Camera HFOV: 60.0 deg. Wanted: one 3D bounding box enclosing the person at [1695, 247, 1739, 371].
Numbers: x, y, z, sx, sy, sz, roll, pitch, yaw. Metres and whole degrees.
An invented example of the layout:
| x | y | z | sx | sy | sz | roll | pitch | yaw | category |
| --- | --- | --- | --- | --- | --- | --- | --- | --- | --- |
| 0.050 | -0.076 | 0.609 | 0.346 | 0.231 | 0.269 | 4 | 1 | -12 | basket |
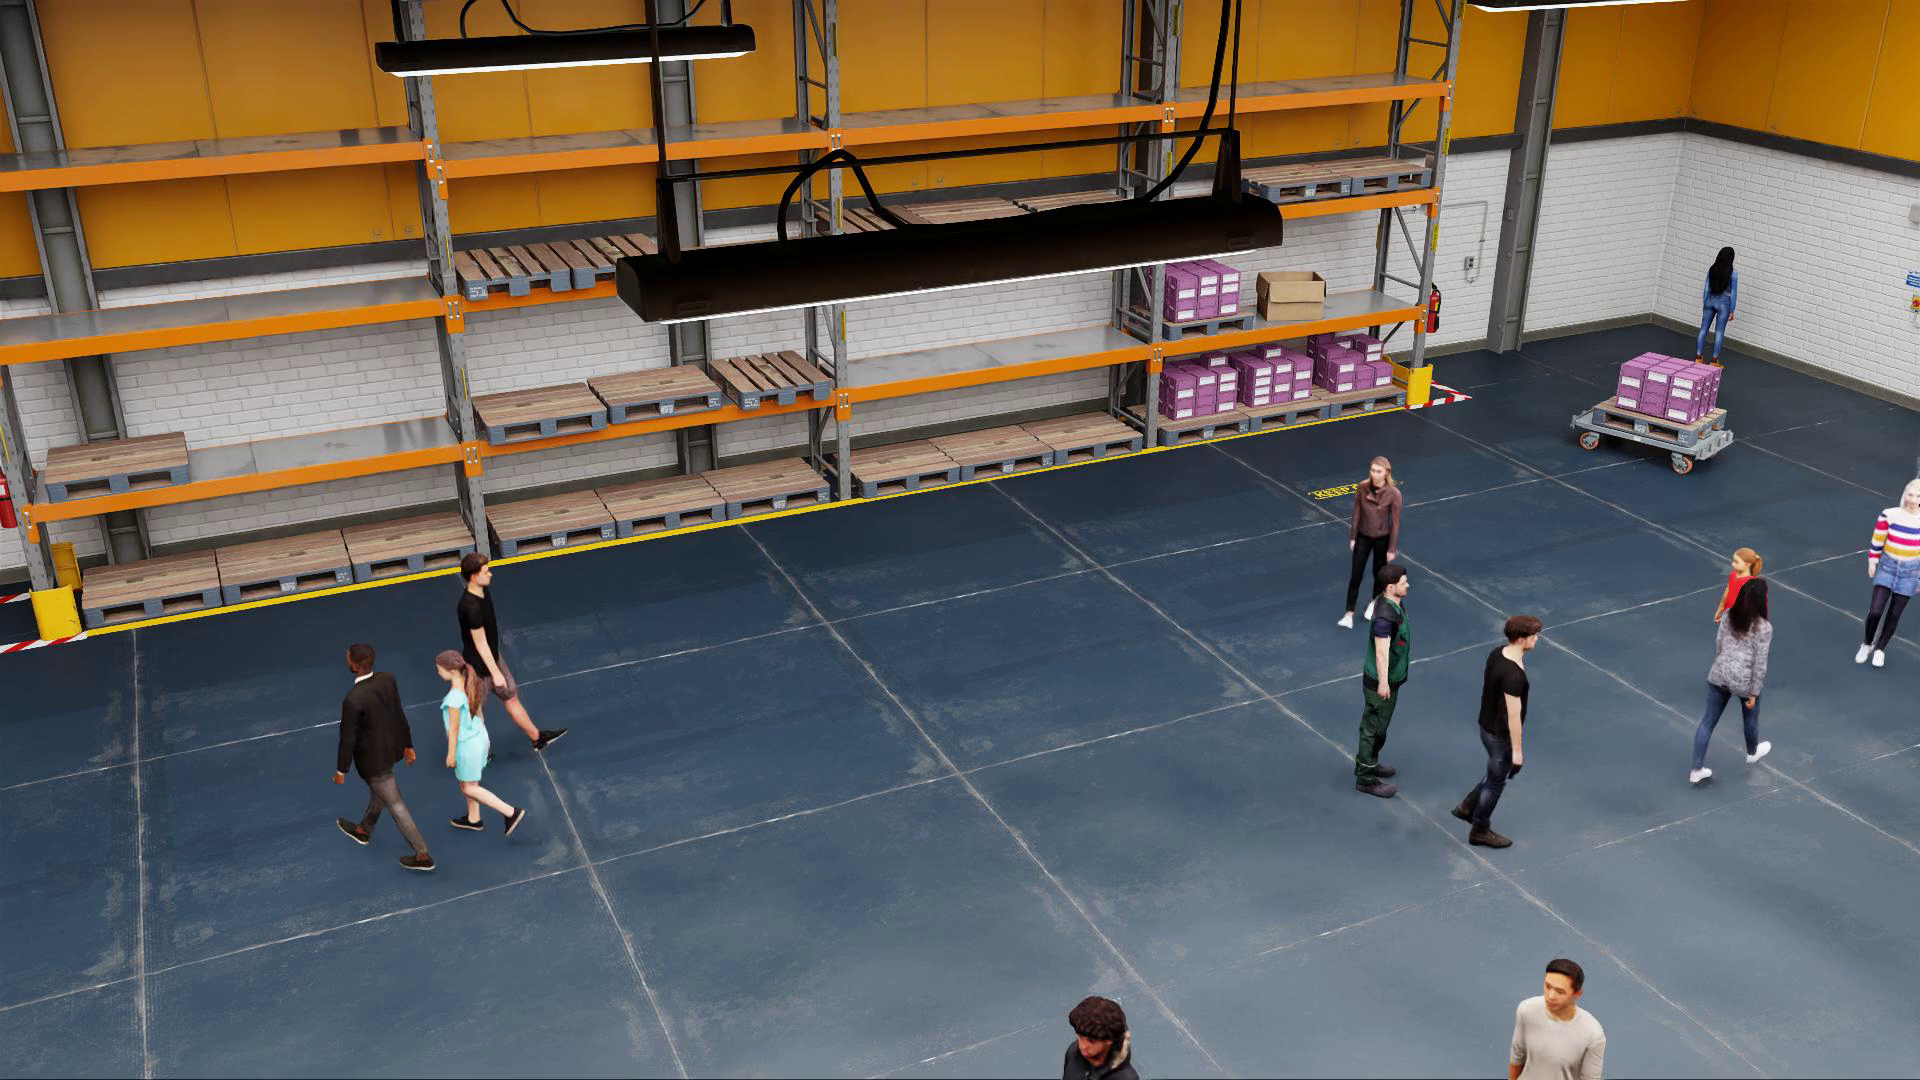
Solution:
| x | y | z | sx | sy | sz | roll | pitch | yaw | category |
| --- | --- | --- | --- | --- | --- | --- | --- | --- | --- |
| 10.397 | -3.186 | 22.839 | 0.586 | 1.712 | 0.651 | -17 | 29 | -34 | person |

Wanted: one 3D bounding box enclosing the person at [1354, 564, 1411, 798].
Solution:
| x | y | z | sx | sy | sz | roll | pitch | yaw | category |
| --- | --- | --- | --- | --- | --- | --- | --- | --- | --- |
| 3.276 | 1.054 | 12.902 | 0.792 | 1.901 | 0.756 | 6 | 24 | 13 | person |

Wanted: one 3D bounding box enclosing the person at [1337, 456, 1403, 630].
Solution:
| x | y | z | sx | sy | sz | roll | pitch | yaw | category |
| --- | --- | --- | --- | --- | --- | --- | --- | --- | --- |
| 3.917 | -0.007 | 15.615 | 0.976 | 1.674 | 1.112 | 13 | 27 | 27 | person |

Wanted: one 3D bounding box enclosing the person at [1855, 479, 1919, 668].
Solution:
| x | y | z | sx | sy | sz | roll | pitch | yaw | category |
| --- | --- | --- | --- | --- | --- | --- | --- | --- | --- |
| 8.368 | 0.276 | 14.810 | 0.771 | 1.798 | 0.808 | 13 | 27 | 27 | person |

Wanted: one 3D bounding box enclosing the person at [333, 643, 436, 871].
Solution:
| x | y | z | sx | sy | sz | roll | pitch | yaw | category |
| --- | --- | --- | --- | --- | --- | --- | --- | --- | --- |
| -4.054 | 1.587 | 11.861 | 1.213 | 1.759 | 1.135 | 8 | 25 | 17 | person |

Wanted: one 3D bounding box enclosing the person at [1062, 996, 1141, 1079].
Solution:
| x | y | z | sx | sy | sz | roll | pitch | yaw | category |
| --- | --- | --- | --- | --- | --- | --- | --- | --- | --- |
| 0.757 | 3.054 | 8.513 | 0.950 | 1.752 | 1.139 | 15 | 28 | 31 | person |

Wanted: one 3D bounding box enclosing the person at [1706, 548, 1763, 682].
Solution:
| x | y | z | sx | sy | sz | roll | pitch | yaw | category |
| --- | --- | --- | --- | --- | --- | --- | --- | --- | --- |
| 6.821 | 0.681 | 14.511 | 0.591 | 1.297 | 0.562 | -3 | 24 | -6 | person |

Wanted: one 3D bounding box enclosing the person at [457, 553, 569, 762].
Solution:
| x | y | z | sx | sy | sz | roll | pitch | yaw | category |
| --- | --- | --- | --- | --- | --- | --- | --- | --- | --- |
| -3.878 | 0.979 | 13.175 | 1.247 | 1.820 | 0.958 | -2 | 24 | -5 | person |

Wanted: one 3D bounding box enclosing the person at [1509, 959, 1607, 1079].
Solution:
| x | y | z | sx | sy | sz | roll | pitch | yaw | category |
| --- | --- | --- | --- | --- | --- | --- | --- | --- | --- |
| 3.137 | 2.935 | 8.750 | 0.976 | 1.781 | 1.172 | 17 | 29 | 33 | person |

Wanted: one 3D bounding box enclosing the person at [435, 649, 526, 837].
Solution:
| x | y | z | sx | sy | sz | roll | pitch | yaw | category |
| --- | --- | --- | --- | --- | --- | --- | --- | --- | --- |
| -3.574 | 1.518 | 12.288 | 0.980 | 1.544 | 0.850 | 4 | 24 | 8 | person |

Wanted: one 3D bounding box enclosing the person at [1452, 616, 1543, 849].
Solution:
| x | y | z | sx | sy | sz | roll | pitch | yaw | category |
| --- | --- | --- | --- | --- | --- | --- | --- | --- | --- |
| 3.853 | 1.397 | 12.139 | 0.886 | 1.884 | 0.847 | 4 | 24 | 8 | person |

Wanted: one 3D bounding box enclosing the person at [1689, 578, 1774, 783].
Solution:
| x | y | z | sx | sy | sz | roll | pitch | yaw | category |
| --- | --- | --- | --- | --- | --- | --- | --- | --- | --- |
| 5.986 | 1.131 | 12.987 | 1.139 | 1.693 | 0.760 | -16 | 28 | -32 | person |
